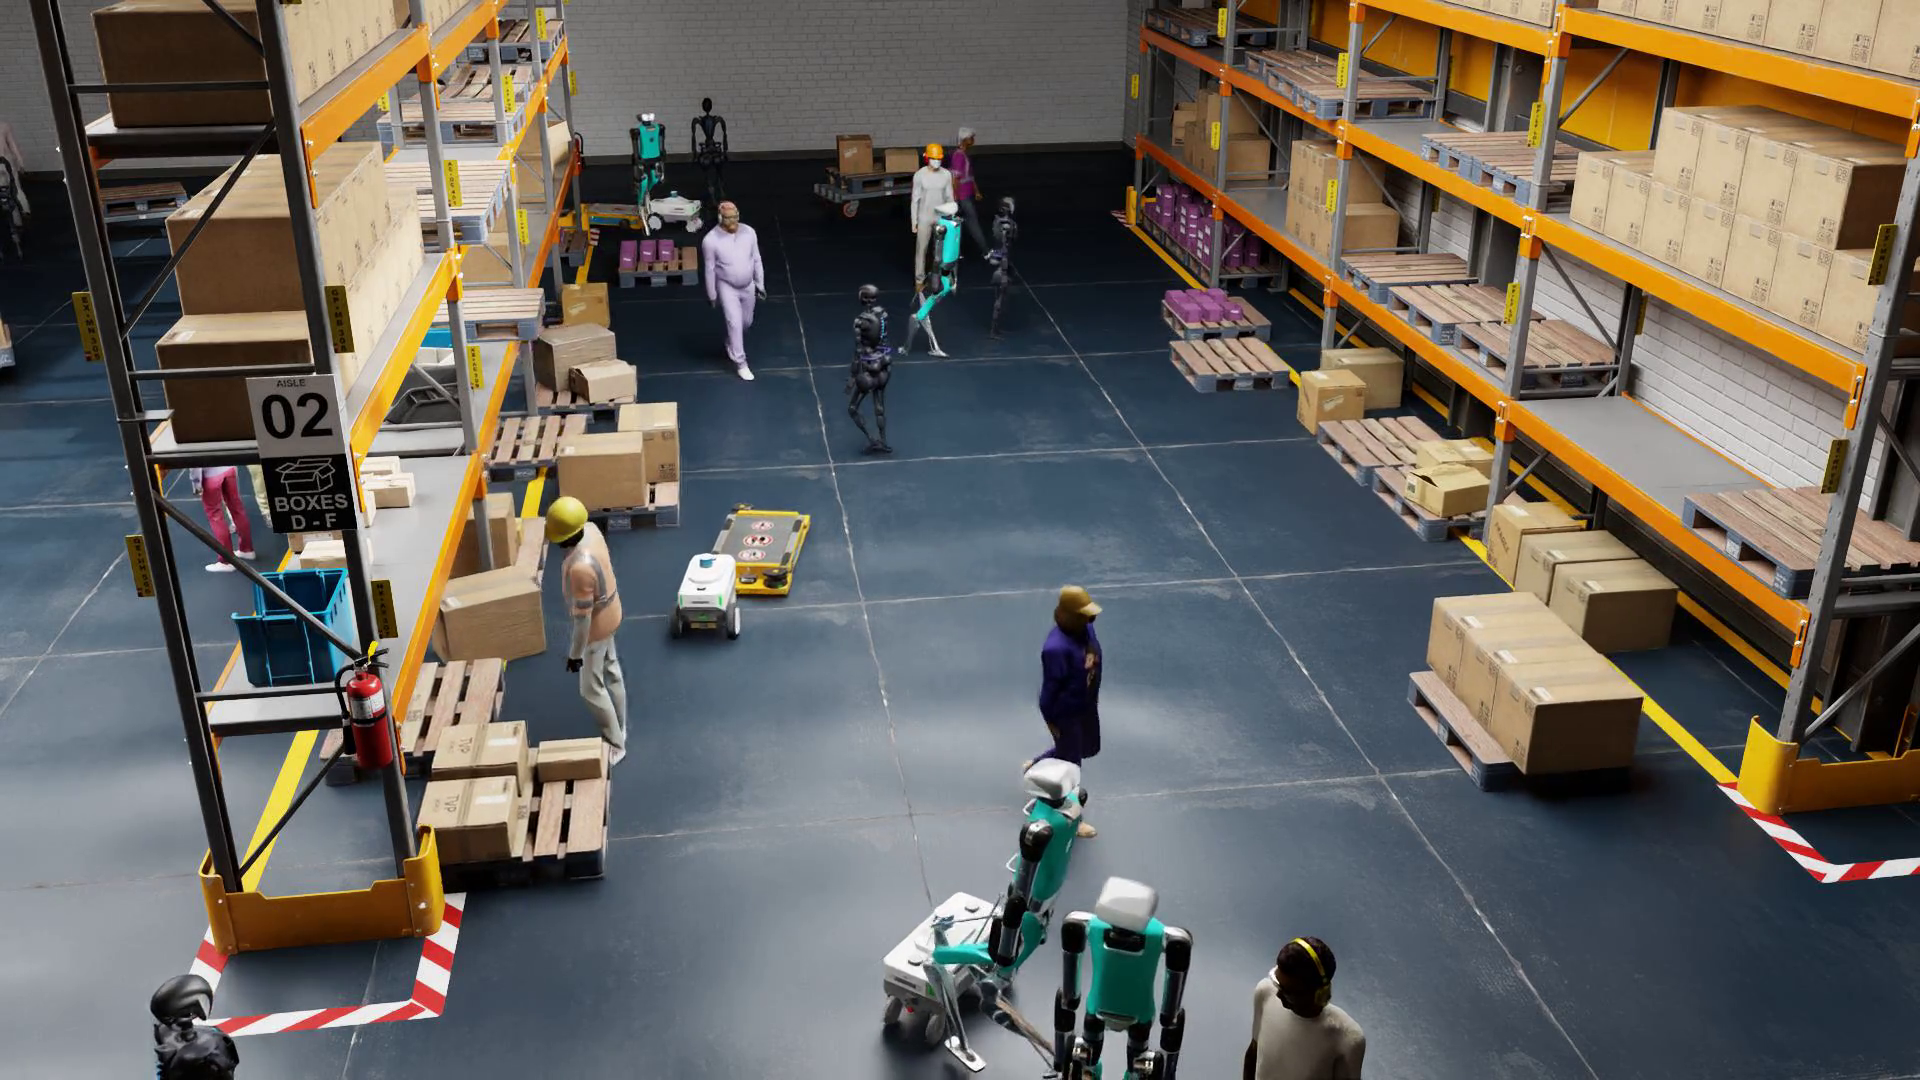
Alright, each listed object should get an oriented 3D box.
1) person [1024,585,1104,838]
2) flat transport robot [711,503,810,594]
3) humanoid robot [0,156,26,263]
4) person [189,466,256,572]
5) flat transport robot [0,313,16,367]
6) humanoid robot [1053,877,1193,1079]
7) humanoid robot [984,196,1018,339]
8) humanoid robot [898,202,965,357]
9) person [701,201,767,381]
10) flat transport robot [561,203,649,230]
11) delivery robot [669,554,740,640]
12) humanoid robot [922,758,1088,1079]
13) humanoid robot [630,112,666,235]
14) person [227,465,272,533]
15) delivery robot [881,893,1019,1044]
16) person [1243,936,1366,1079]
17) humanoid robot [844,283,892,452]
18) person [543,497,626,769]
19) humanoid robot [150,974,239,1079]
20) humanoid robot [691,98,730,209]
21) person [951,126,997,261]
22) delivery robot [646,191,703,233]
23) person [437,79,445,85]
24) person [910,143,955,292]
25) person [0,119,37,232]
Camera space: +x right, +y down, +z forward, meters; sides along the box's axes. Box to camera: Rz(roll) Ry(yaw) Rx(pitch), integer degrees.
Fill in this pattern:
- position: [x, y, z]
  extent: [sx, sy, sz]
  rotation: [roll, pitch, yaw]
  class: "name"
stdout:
- position: [0.614, 0.971, 9.793]
  extent: [0.496, 1.609, 0.463]
  rotation: [15, 28, 30]
  class: "person"
- position: [-1.634, 0.068, 13.523]
  extent: [0.659, 0.231, 1.431]
  rotation: [1, 24, 2]
  class: "flat transport robot"
- position: [-12.952, -4.571, 22.334]
  extent: [0.612, 1.651, 0.310]
  rotation: [-20, 31, -38]
  class: "humanoid robot"
- position: [-5.922, -0.528, 13.195]
  extent: [0.277, 1.628, 0.503]
  rotation: [5, 24, 12]
  class: "person"
- position: [-10.774, -1.802, 17.784]
  extent: [0.659, 0.231, 1.431]
  rotation: [-13, 27, -27]
  class: "flat transport robot"
- position: [0.592, 2.314, 6.683]
  extent: [0.550, 1.869, 0.791]
  rotation: [6, 24, 12]
  class: "humanoid robot"
- position: [0.471, -3.141, 19.087]
  extent: [0.383, 1.643, 0.590]
  rotation: [0, 24, 0]
  class: "humanoid robot"
- position: [-0.383, -2.829, 18.404]
  extent: [0.844, 1.862, 0.531]
  rotation: [12, 26, 25]
  class: "humanoid robot"
- position: [-2.436, -2.722, 17.874]
  extent: [0.636, 1.877, 0.878]
  rotation: [-17, 29, -34]
  class: "person"
- position: [-5.113, -4.780, 24.568]
  extent: [1.431, 0.231, 0.659]
  rotation: [6, 24, 14]
  class: "flat transport robot"
- position: [-1.883, 0.412, 12.405]
  extent: [0.499, 0.612, 0.801]
  rotation: [0, 24, 0]
  class: "delivery robot"
- position: [0.184, 1.778, 7.793]
  extent: [0.962, 1.743, 0.577]
  rotation: [11, 26, 24]
  class: "humanoid robot"
- position: [-4.539, -5.222, 23.825]
  extent: [0.554, 1.852, 0.758]
  rotation: [-18, 29, -35]
  class: "humanoid robot"
- position: [-6.056, -0.904, 13.904]
  extent: [0.564, 1.742, 0.352]
  rotation: [-12, 27, -26]
  class: "person"
- position: [-0.067, 2.136, 8.481]
  extent: [0.499, 0.614, 0.818]
  rotation: [15, 28, 30]
  class: "delivery robot"
- position: [1.273, 2.306, 6.443]
  extent: [0.514, 1.865, 0.328]
  rotation: [21, 31, 39]
  class: "person"
- position: [-0.838, -1.605, 15.576]
  extent: [0.365, 1.648, 0.601]
  rotation: [13, 27, 27]
  class: "humanoid robot"
- position: [-2.319, 0.527, 10.489]
  extent: [0.374, 1.878, 0.730]
  rotation: [-1, 24, -3]
  class: "person"
- position: [-2.940, 2.383, 6.503]
  extent: [0.583, 1.648, 0.429]
  rotation: [16, 28, 32]
  class: "humanoid robot"
- position: [-3.812, -5.892, 25.362]
  extent: [0.600, 1.646, 0.369]
  rotation: [-8, 25, -18]
  class: "humanoid robot"
- position: [0.158, -4.628, 22.302]
  extent: [0.931, 1.811, 0.546]
  rotation: [3, 24, 7]
  class: "person"
- position: [-4.153, -4.768, 24.188]
  extent: [0.801, 0.597, 0.499]
  rotation: [4, 24, 10]
  class: "delivery robot"
- position: [-8.119, -6.311, 26.138]
  extent: [0.432, 1.824, 0.628]
  rotation: [16, 29, 33]
  class: "person"
- position: [-0.344, -4.043, 20.896]
  extent: [0.579, 1.884, 0.414]
  rotation: [-6, 24, -13]
  class: "person"
- position: [-13.745, -5.319, 23.759]
  extent: [0.471, 1.907, 0.674]
  rotation: [22, 32, 40]
  class: "person"
